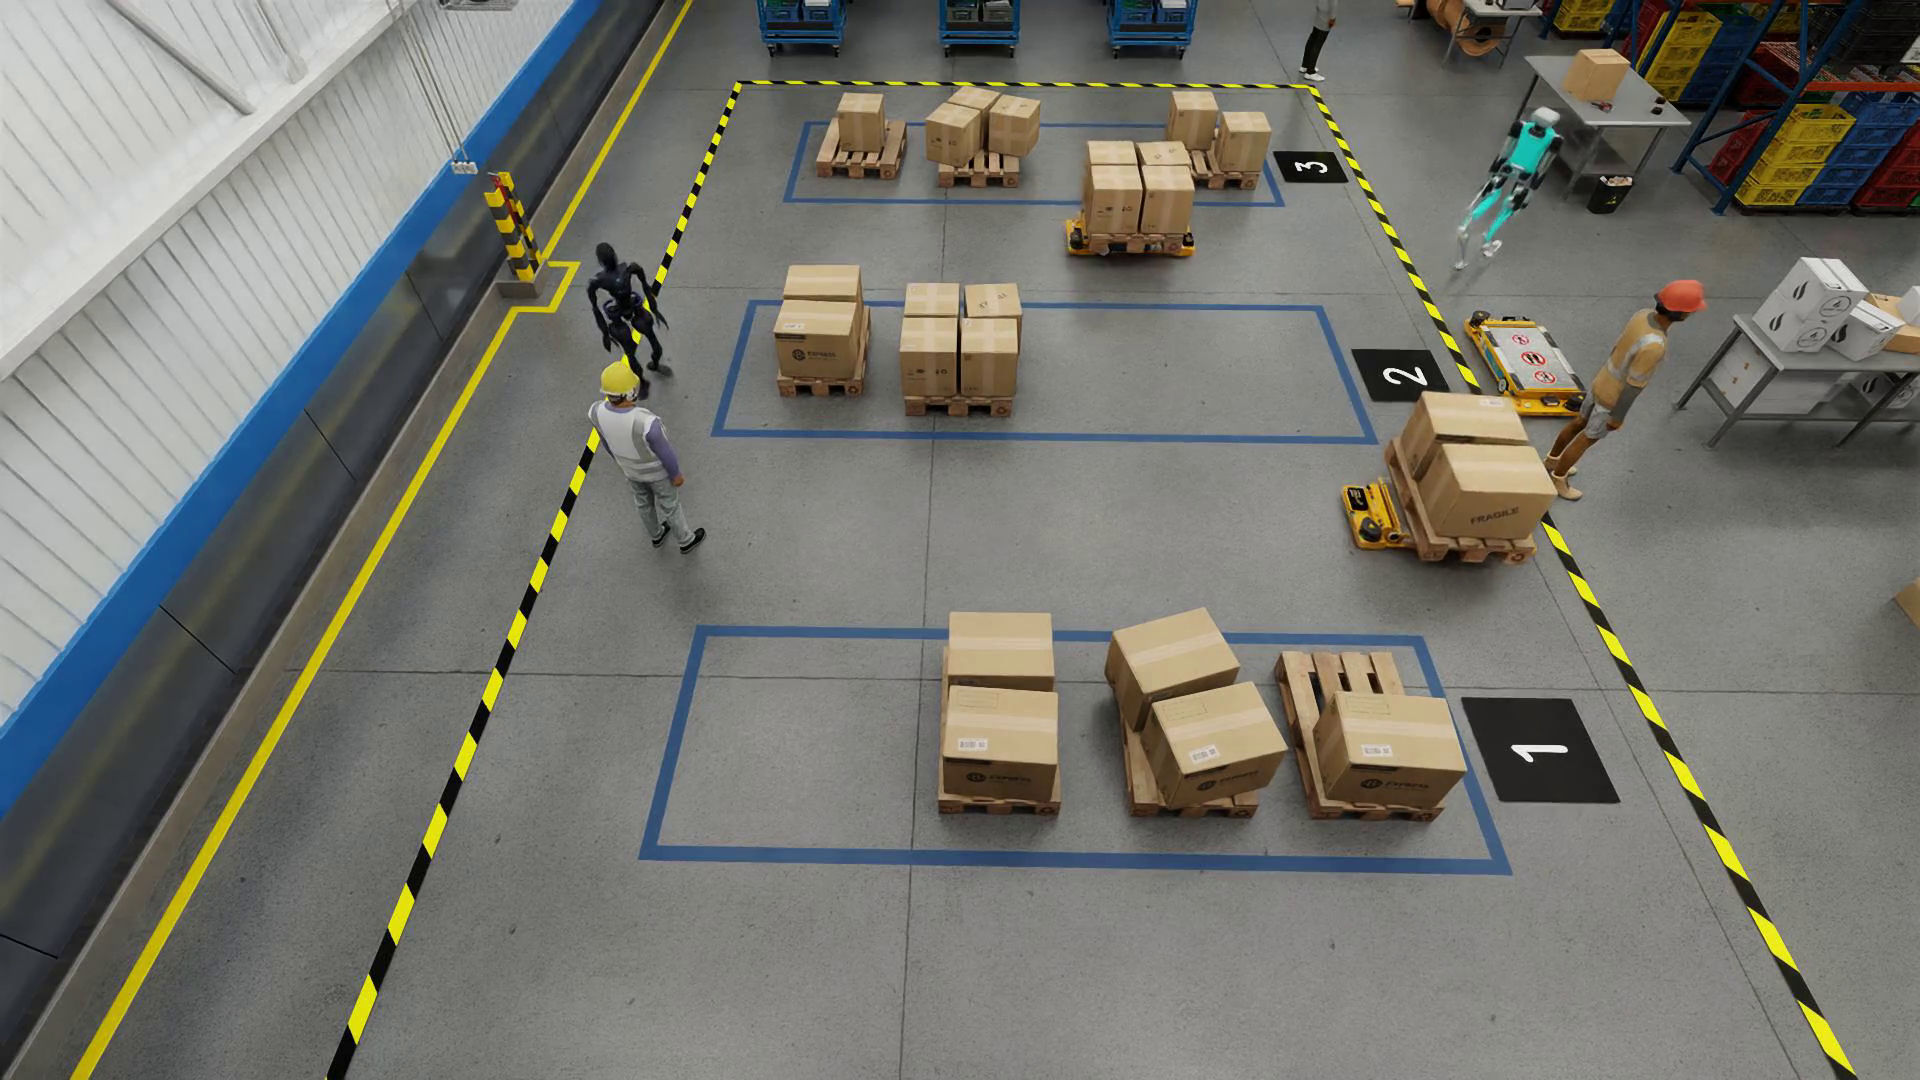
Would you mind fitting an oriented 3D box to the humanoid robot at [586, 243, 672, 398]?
[{"bbox_3d":[-3.020,-2.028,8.358,0.611,1.634,0.464,-33,57,-25],"label":"humanoid robot"}]

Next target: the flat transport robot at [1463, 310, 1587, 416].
[{"bbox_3d":[5.573,-1.757,9.054,0.659,0.231,1.431,1,49,1],"label":"flat transport robot"}]

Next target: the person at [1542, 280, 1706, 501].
[{"bbox_3d":[5.297,-1.189,7.388,0.365,2.048,0.606,14,51,12],"label":"person"}]

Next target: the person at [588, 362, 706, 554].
[{"bbox_3d":[-2.386,-0.589,7.010,0.586,1.829,0.404,15,51,12],"label":"person"}]

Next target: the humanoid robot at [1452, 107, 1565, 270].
[{"bbox_3d":[5.711,-3.613,9.691,1.031,1.735,0.544,-34,57,-26],"label":"humanoid robot"}]

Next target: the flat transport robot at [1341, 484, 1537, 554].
[{"bbox_3d":[4.019,-0.211,7.698,1.431,0.197,0.652,2,49,2],"label":"flat transport robot"}]

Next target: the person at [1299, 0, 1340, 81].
[{"bbox_3d":[5.243,-7.546,13.018,0.370,1.852,0.588,0,49,0],"label":"person"}]

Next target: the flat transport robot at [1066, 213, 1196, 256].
[{"bbox_3d":[1.963,-3.557,10.593,1.431,0.197,0.652,1,49,1],"label":"flat transport robot"}]
